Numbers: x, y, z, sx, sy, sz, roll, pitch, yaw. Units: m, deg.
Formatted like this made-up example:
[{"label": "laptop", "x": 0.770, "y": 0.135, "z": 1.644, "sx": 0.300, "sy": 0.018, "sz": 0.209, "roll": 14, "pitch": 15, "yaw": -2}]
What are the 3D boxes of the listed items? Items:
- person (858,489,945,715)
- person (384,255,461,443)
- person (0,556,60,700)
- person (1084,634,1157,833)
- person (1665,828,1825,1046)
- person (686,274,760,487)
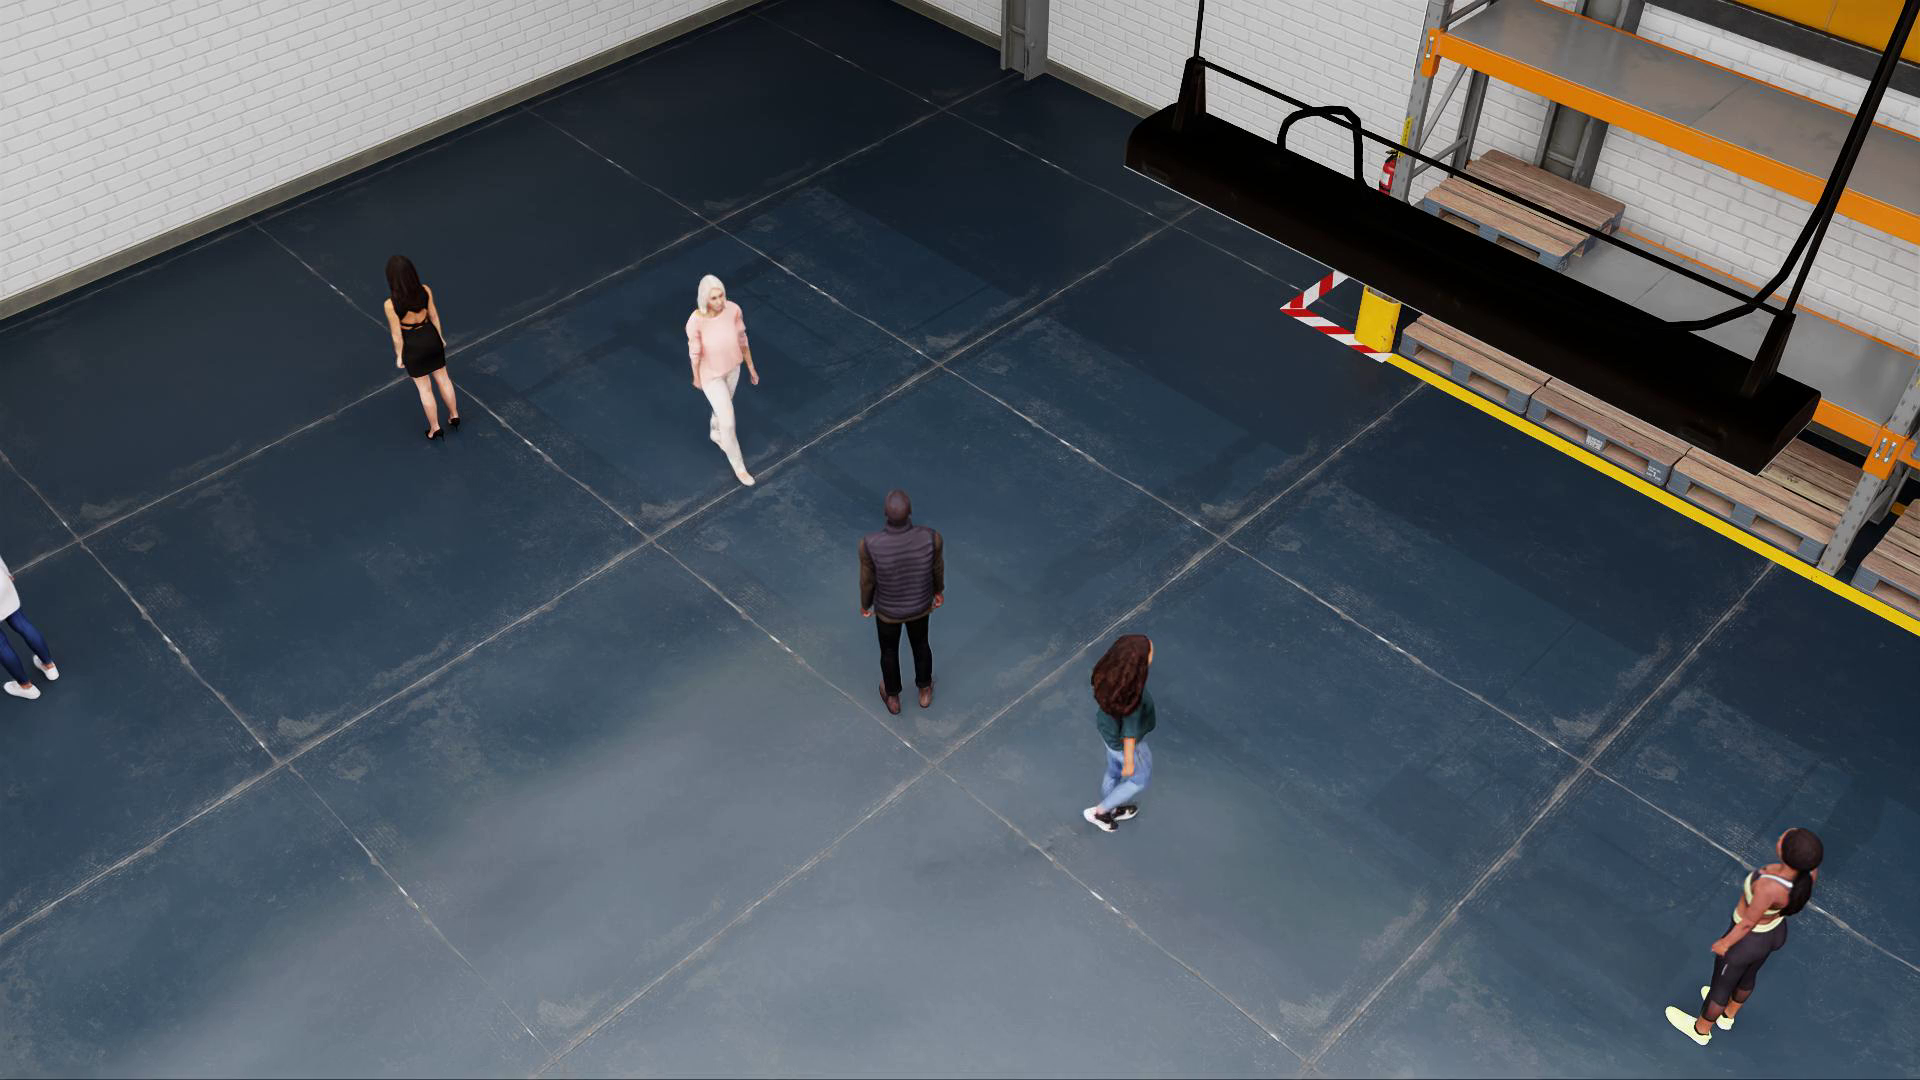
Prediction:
[{"label": "person", "x": -0.372, "y": 0.396, "z": 10.581, "sx": 0.779, "sy": 1.835, "sz": 0.772, "roll": -9, "pitch": 44, "yaw": -9}, {"label": "person", "x": -4.089, "y": -1.451, "z": 12.654, "sx": 0.554, "sy": 1.650, "sz": 0.469, "roll": -34, "pitch": 53, "yaw": -30}, {"label": "person", "x": -6.288, "y": 0.333, "z": 10.691, "sx": 0.627, "sy": 1.775, "sz": 0.663, "roll": 21, "pitch": 47, "yaw": 21}, {"label": "person", "x": 0.897, "y": 1.189, "z": 9.913, "sx": 0.778, "sy": 1.609, "sz": 0.701, "roll": -11, "pitch": 45, "yaw": -12}, {"label": "person", "x": 4.223, "y": 2.112, "z": 8.838, "sx": 0.615, "sy": 1.755, "sz": 0.604, "roll": -20, "pitch": 47, "yaw": -20}, {"label": "person", "x": -1.836, "y": -1.307, "z": 12.471, "sx": 0.620, "sy": 1.694, "sz": 0.970, "roll": -33, "pitch": 52, "yaw": -30}]
